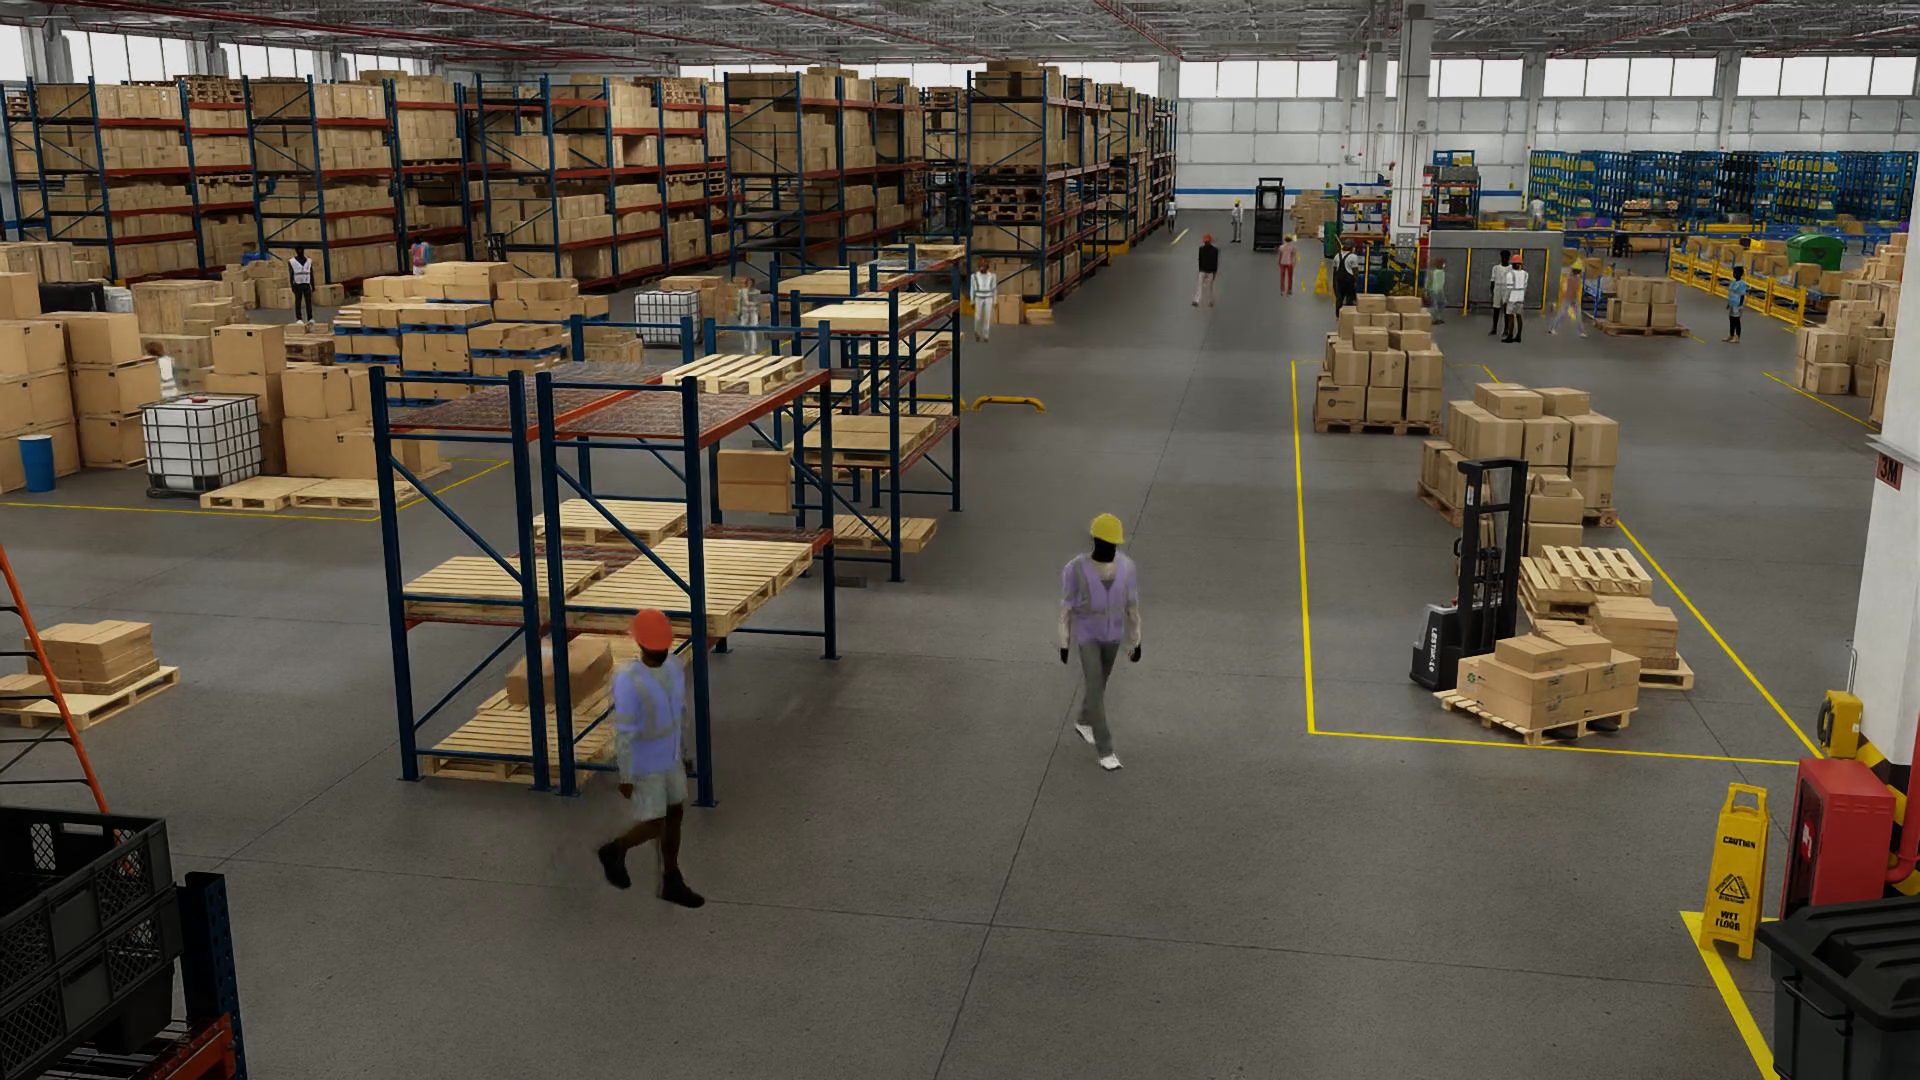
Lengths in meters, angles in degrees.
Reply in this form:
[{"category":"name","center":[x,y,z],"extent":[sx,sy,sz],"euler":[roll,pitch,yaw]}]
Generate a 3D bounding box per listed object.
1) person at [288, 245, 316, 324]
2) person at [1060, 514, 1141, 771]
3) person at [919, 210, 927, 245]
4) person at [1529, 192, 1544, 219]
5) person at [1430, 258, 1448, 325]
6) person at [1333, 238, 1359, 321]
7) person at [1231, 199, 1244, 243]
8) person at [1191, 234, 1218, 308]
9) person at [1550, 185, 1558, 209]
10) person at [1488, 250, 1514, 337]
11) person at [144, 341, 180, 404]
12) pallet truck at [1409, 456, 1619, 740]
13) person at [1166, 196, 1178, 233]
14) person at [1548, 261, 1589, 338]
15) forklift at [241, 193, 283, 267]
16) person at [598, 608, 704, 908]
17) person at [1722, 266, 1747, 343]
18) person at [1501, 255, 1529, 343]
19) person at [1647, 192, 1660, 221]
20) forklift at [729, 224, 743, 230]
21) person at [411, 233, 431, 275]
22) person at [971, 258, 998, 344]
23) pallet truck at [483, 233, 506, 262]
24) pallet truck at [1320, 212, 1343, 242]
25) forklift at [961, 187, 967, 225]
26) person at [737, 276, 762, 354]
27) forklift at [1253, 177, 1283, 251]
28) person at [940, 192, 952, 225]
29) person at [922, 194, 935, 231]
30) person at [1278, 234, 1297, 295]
[{"category":"person","center":[-15.973,-6.200,40.382],"extent":[0.592,1.911,0.385],"euler":[-13,19,-43]},{"category":"person","center":[1.062,0.713,12.392],"extent":[0.598,1.871,1.002],"euler":[-5,15,-21]},{"category":"person","center":[-1.369,-11.600,62.756],"extent":[0.431,1.678,0.547],"euler":[-4,14,-14]},{"category":"person","center":[25.635,-14.474,73.935],"extent":[0.609,1.921,0.608],"euler":[5,15,21]},{"category":"person","center":[11.597,-5.985,40.088],"extent":[0.526,1.615,0.539],"euler":[12,18,40]},{"category":"person","center":[9.546,-6.398,40.910],"extent":[0.537,2.000,0.689],"euler":[-11,18,-38]},{"category":"person","center":[11.605,-13.372,69.681],"extent":[0.404,1.826,0.592],"euler":[-10,17,-34]},{"category":"person","center":[6.538,-7.129,44.095],"extent":[0.624,1.933,1.032],"euler":[10,17,34]},{"category":"person","center":[31.452,-17.922,88.095],"extent":[0.389,1.847,0.563],"euler":[-2,14,-9]},{"category":"person","center":[12.384,-5.629,37.936],"extent":[0.618,1.964,0.361],"euler":[10,17,36]},{"category":"person","center":[-11.623,-2.125,24.423],"extent":[0.609,1.612,0.535],"euler":[6,15,24]},{"category":"pallet truck","center":[4.504,0.400,13.395],"extent":[0.823,1.965,1.885],"euler":[-6,15,-23]},{"category":"person","center":[9.769,-15.028,76.746],"extent":[0.549,1.642,0.876],"euler":[1,14,4]},{"category":"person","center":[13.878,-5.476,37.824],"extent":[0.522,1.722,0.917],"euler":[-11,18,-38]},{"category":"forklift","center":[-20.337,-8.864,49.193],"extent":[1.129,2.768,1.873],"euler":[3,14,10]},{"category":"person","center":[-1.878,1.293,9.950],"extent":[0.585,1.916,0.551],"euler":[7,15,25]},{"category":"person","center":[17.165,-5.204,36.791],"extent":[0.319,1.693,0.537],"euler":[-1,14,-4]},{"category":"person","center":[12.255,-5.326,36.763],"extent":[0.543,1.939,0.362],"euler":[-6,15,-22]},{"category":"person","center":[32.593,-15.457,78.198],"extent":[0.575,1.793,0.795],"euler":[1,14,4]},{"category":"forklift","center":[-9.188,-12.323,63.235],"extent":[1.873,2.768,1.129],"euler":[2,14,9]},{"category":"person","center":[-15.155,-7.727,46.805],"extent":[0.619,1.802,0.953],"euler":[3,14,11]},{"category":"person","center":[0.547,-5.234,36.543],"extent":[0.590,1.867,0.624],"euler":[-1,14,-6]},{"category":"pallet truck","center":[-11.832,-7.026,43.548],"extent":[1.885,1.965,0.823],"euler":[8,16,28]},{"category":"pallet truck","center":[15.874,-13.227,70.310],"extent":[0.680,1.201,1.601],"euler":[10,17,35]},{"category":"forklift","center":[0.531,-9.990,53.763],"extent":[1.129,2.768,1.873],"euler":[3,14,10]},{"category":"person","center":[-4.428,-4.753,35.068],"extent":[0.531,1.622,0.457],"euler":[-1,14,-4]},{"category":"forklift","center":[12.083,-12.747,64.956],"extent":[1.129,2.768,1.873],"euler":[3,14,10]},{"category":"person","center":[-0.636,-16.812,83.369],"extent":[0.657,1.947,0.980],"euler":[5,15,20]},{"category":"person","center":[-1.436,-14.814,75.508],"extent":[0.600,1.829,0.404],"euler":[-4,14,-14]},{"category":"person","center":[9.367,-7.888,47.609],"extent":[0.535,1.725,0.880],"euler":[4,14,16]}]
